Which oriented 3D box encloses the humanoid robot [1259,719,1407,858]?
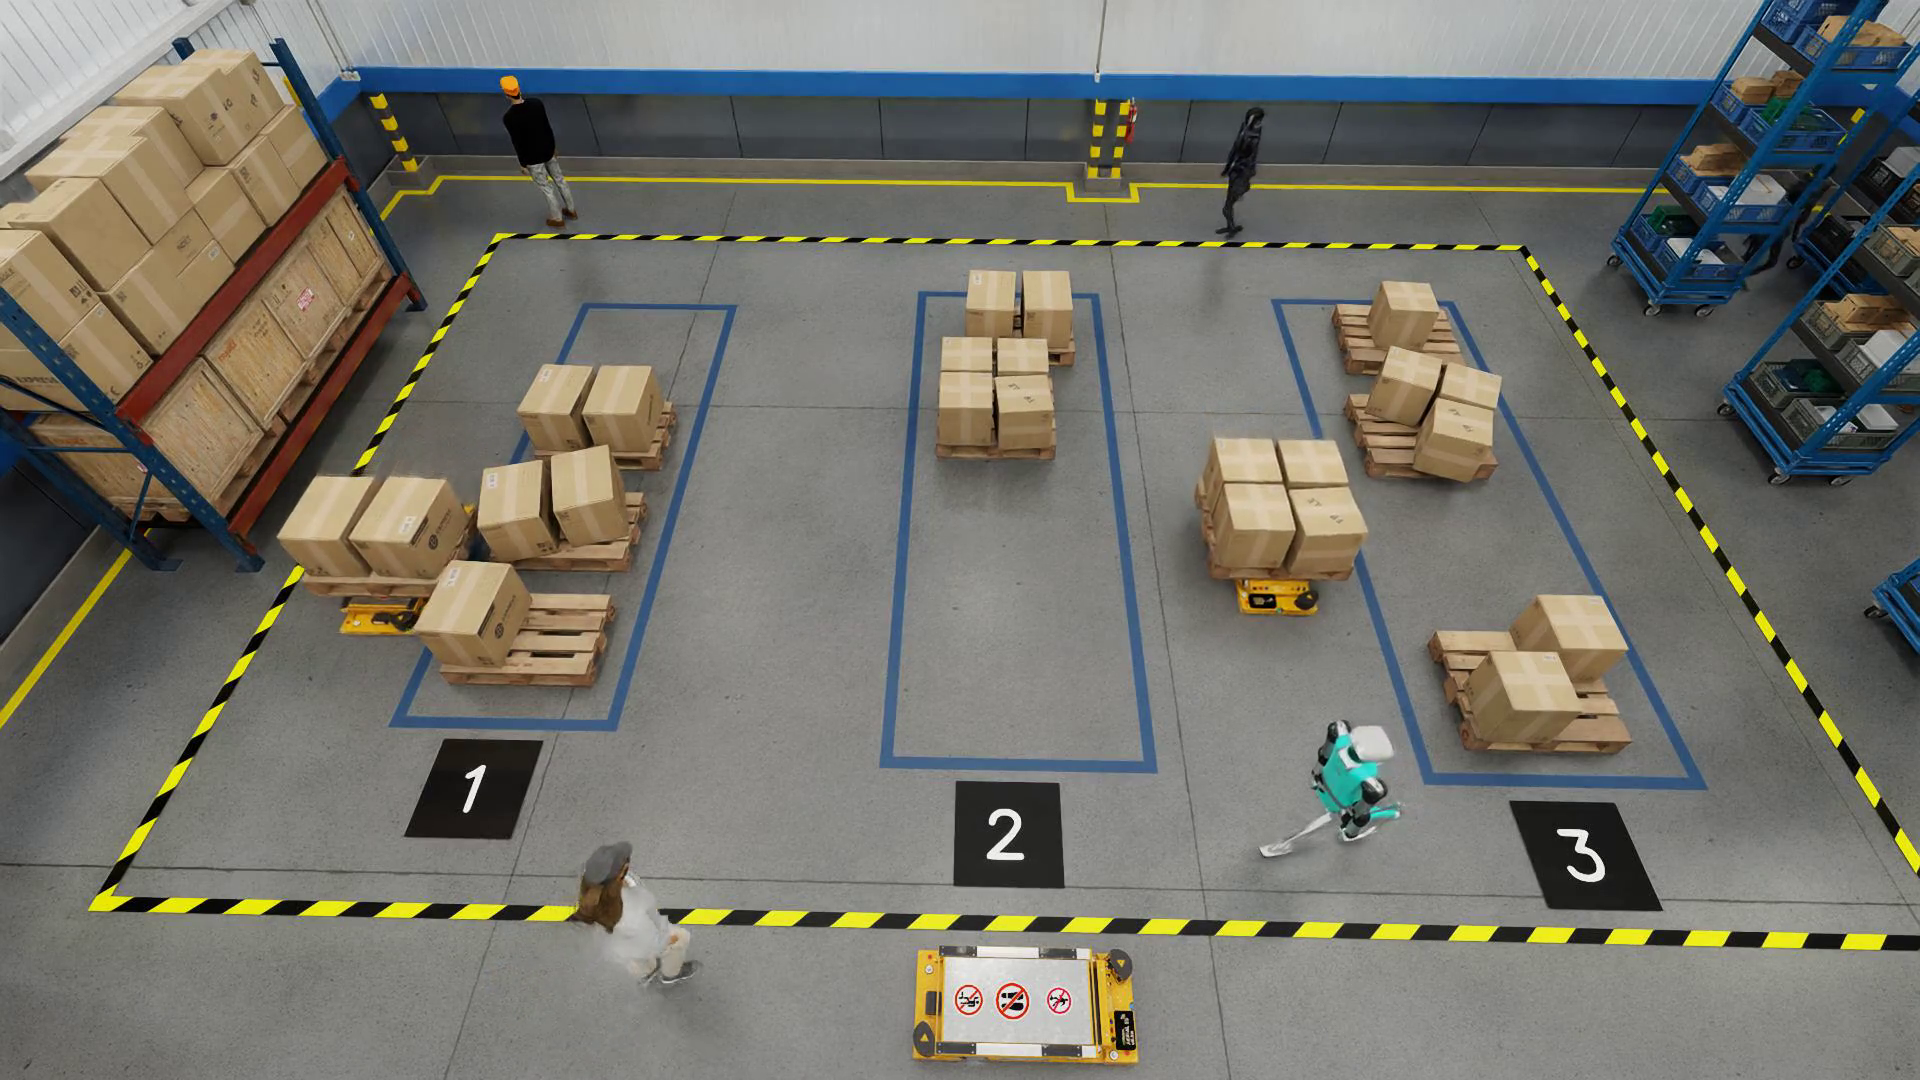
[{"bbox_3d":[2.715,1.704,6.184,1.054,1.764,0.540,-12,52,-9],"label":"humanoid robot"}]

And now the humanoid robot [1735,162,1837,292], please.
[{"bbox_3d":[9.361,-3.582,10.495,0.608,1.645,0.363,-7,51,-6],"label":"humanoid robot"}]

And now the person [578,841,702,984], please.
[{"bbox_3d":[-1.980,2.340,5.624,0.596,1.734,0.483,37,60,26],"label":"person"}]

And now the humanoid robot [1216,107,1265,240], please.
[{"bbox_3d":[3.417,-4.490,11.233,0.339,1.648,0.601,-7,51,-6],"label":"humanoid robot"}]

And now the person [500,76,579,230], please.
[{"bbox_3d":[-5.221,-4.765,11.332,0.383,1.879,0.585,25,55,19],"label":"person"}]

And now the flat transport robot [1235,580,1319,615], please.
[{"bbox_3d":[2.809,0.046,8.430,0.652,0.197,1.431,1,51,1],"label":"flat transport robot"}]

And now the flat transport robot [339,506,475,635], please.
[{"bbox_3d":[-4.997,0.213,8.294,0.652,0.197,1.431,1,51,1],"label":"flat transport robot"}]

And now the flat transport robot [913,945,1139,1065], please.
[{"bbox_3d":[0.422,3.041,6.007,1.431,0.231,0.659,1,51,1],"label":"flat transport robot"}]

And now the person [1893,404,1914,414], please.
[{"bbox_3d":[10.219,-2.084,9.109,0.634,1.935,0.351,-7,51,-6],"label":"person"}]
